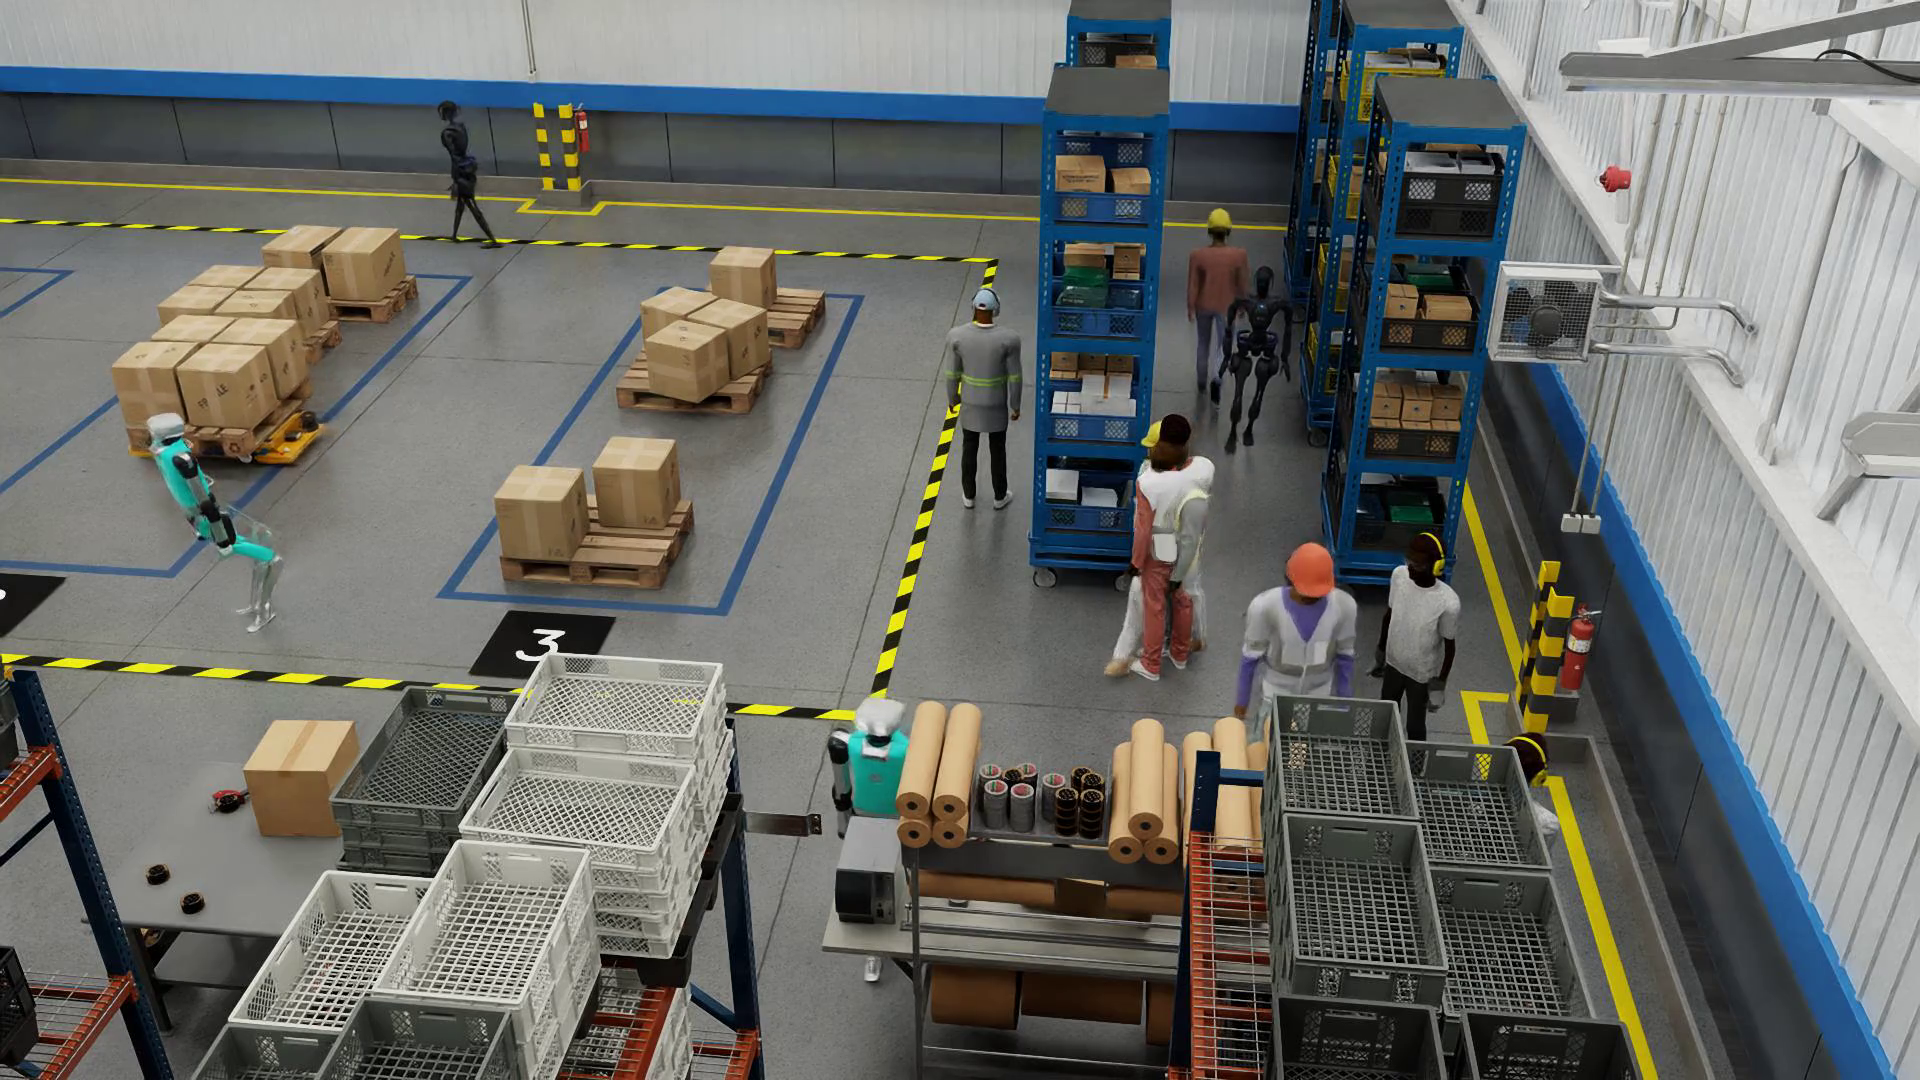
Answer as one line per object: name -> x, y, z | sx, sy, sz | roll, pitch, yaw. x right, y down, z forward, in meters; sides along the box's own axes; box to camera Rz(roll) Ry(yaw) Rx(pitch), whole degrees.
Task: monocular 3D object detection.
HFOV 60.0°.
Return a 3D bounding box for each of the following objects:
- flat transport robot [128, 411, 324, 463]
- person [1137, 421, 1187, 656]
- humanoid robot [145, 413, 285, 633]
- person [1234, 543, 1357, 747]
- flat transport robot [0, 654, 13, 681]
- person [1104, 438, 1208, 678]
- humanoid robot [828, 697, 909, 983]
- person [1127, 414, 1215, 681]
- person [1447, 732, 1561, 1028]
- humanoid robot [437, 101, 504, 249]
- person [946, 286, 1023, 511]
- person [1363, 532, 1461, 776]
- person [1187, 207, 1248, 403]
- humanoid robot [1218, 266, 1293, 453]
flat transport robot -> -6.278, -0.919, 14.224 | 1.431, 0.197, 0.652 | 3, 30, 6
person -> 1.345, -0.010, 11.224 | 0.322, 1.740, 0.492 | 2, 30, 3
humanoid robot -> -5.012, -0.136, 11.454 | 0.551, 1.769, 0.800 | 26, 39, 37
person -> 1.874, 0.877, 9.423 | 0.641, 2.022, 0.465 | 0, 30, 0
flat transport robot -> -7.142, 0.969, 11.010 | 1.431, 0.231, 0.659 | 3, 30, 6
person -> 1.340, 0.095, 10.995 | 0.903, 1.787, 0.649 | -22, 37, -32
humanoid robot -> -0.334, 1.408, 8.835 | 0.536, 1.761, 1.004 | 6, 31, 10
person -> 1.370, 0.057, 10.937 | 0.591, 1.919, 0.393 | -18, 35, -27
person -> 2.627, 1.714, 8.138 | 0.509, 1.871, 0.329 | 21, 36, 32
humanoid robot -> -5.449, -3.969, 18.129 | 0.739, 1.625, 0.613 | -2, 30, -3
person -> 0.197, -1.111, 13.007 | 0.597, 1.850, 0.397 | 5, 31, 8
person -> 2.632, 0.771, 9.758 | 0.334, 1.873, 0.517 | -20, 36, -31
person -> 2.258, -2.067, 14.751 | 0.530, 1.745, 0.626 | 7, 31, 12
humanoid robot -> 2.476, -1.520, 13.895 | 0.594, 1.642, 0.483 | 3, 30, 6
